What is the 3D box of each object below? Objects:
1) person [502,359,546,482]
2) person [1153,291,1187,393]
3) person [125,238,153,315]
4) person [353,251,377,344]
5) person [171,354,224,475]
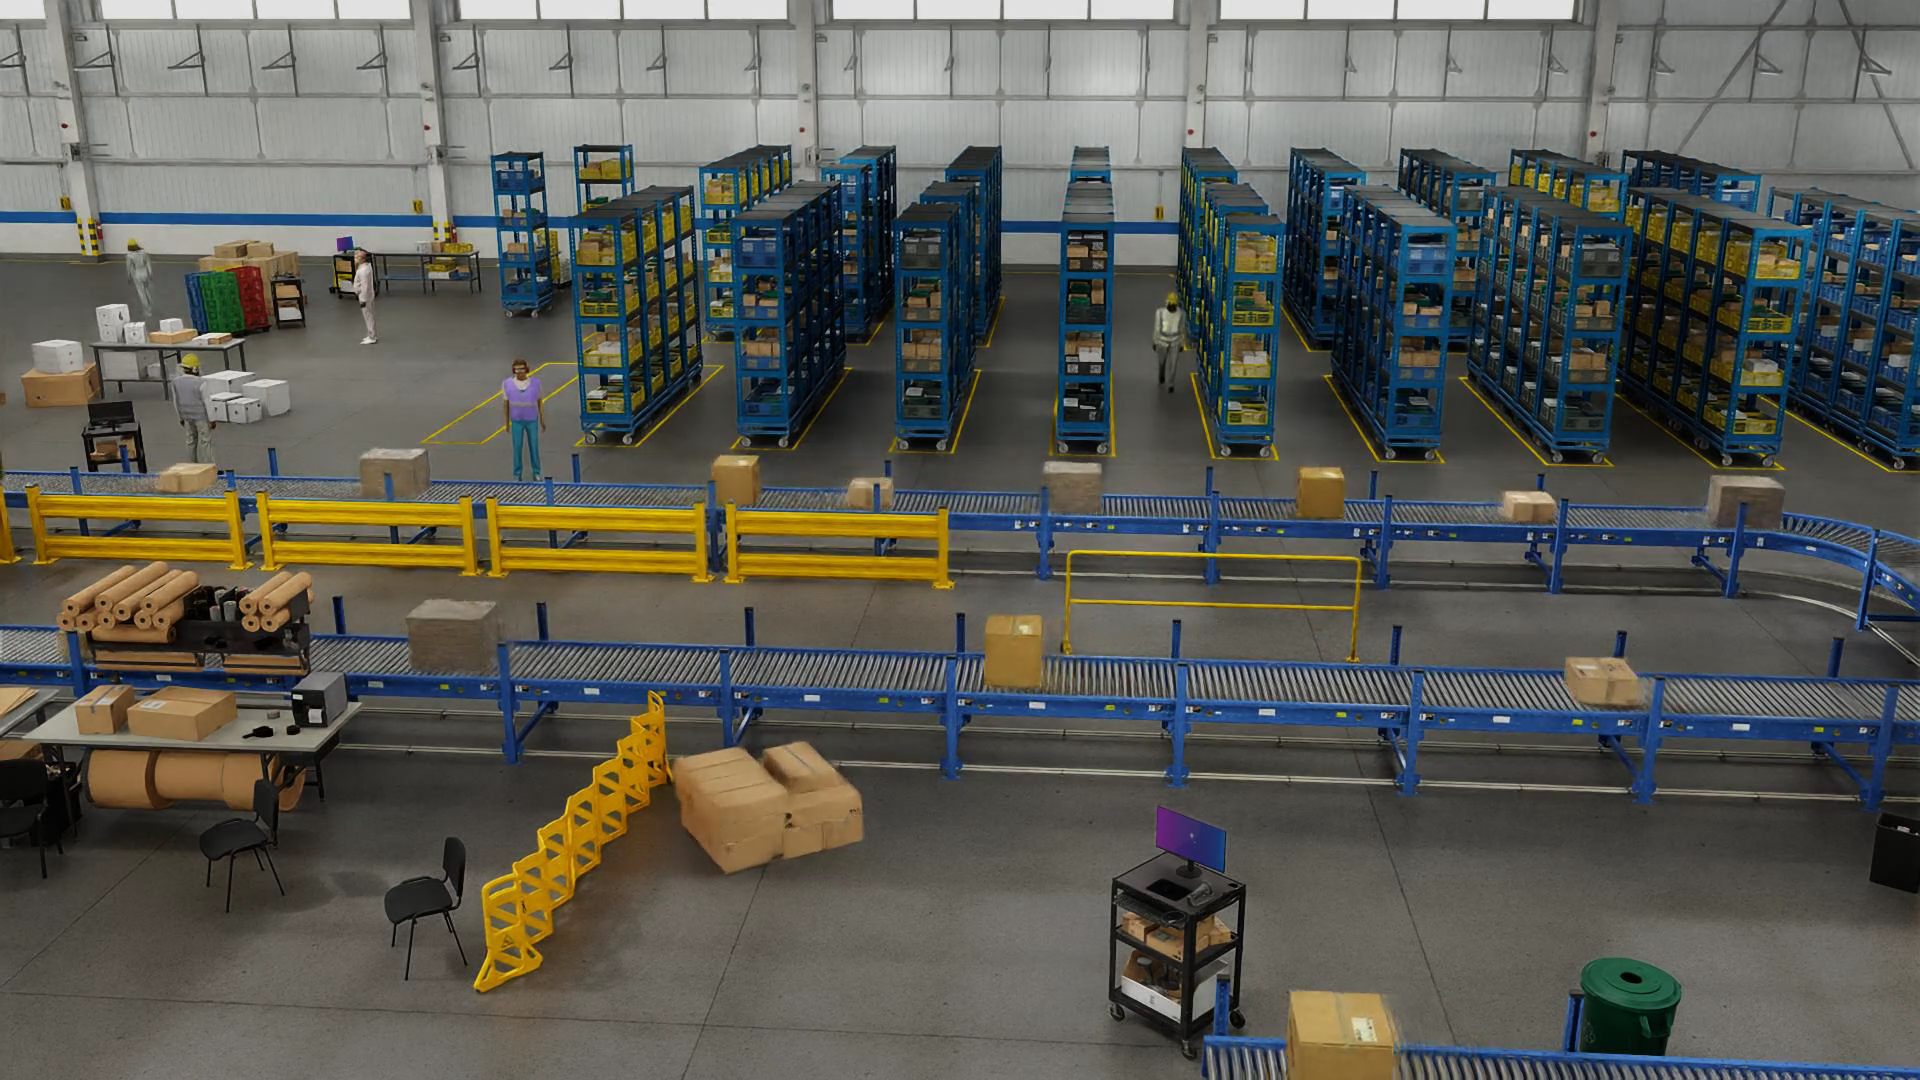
[{"bbox_3d":[-6.272,-1.714,23.982,0.564,1.844,0.396,-5,18,-14],"label":"person"},{"bbox_3d":[3.780,-3.593,29.983,0.610,1.815,0.586,2,18,5],"label":"person"},{"bbox_3d":[-18.614,-5.960,37.657,0.719,1.706,0.503,12,21,34],"label":"person"},{"bbox_3d":[-12.287,-5.009,34.334,0.409,1.909,0.639,-3,18,-10],"label":"person"},{"bbox_3d":[-11.143,-1.809,24.301,0.599,1.830,0.404,4,18,13],"label":"person"}]
